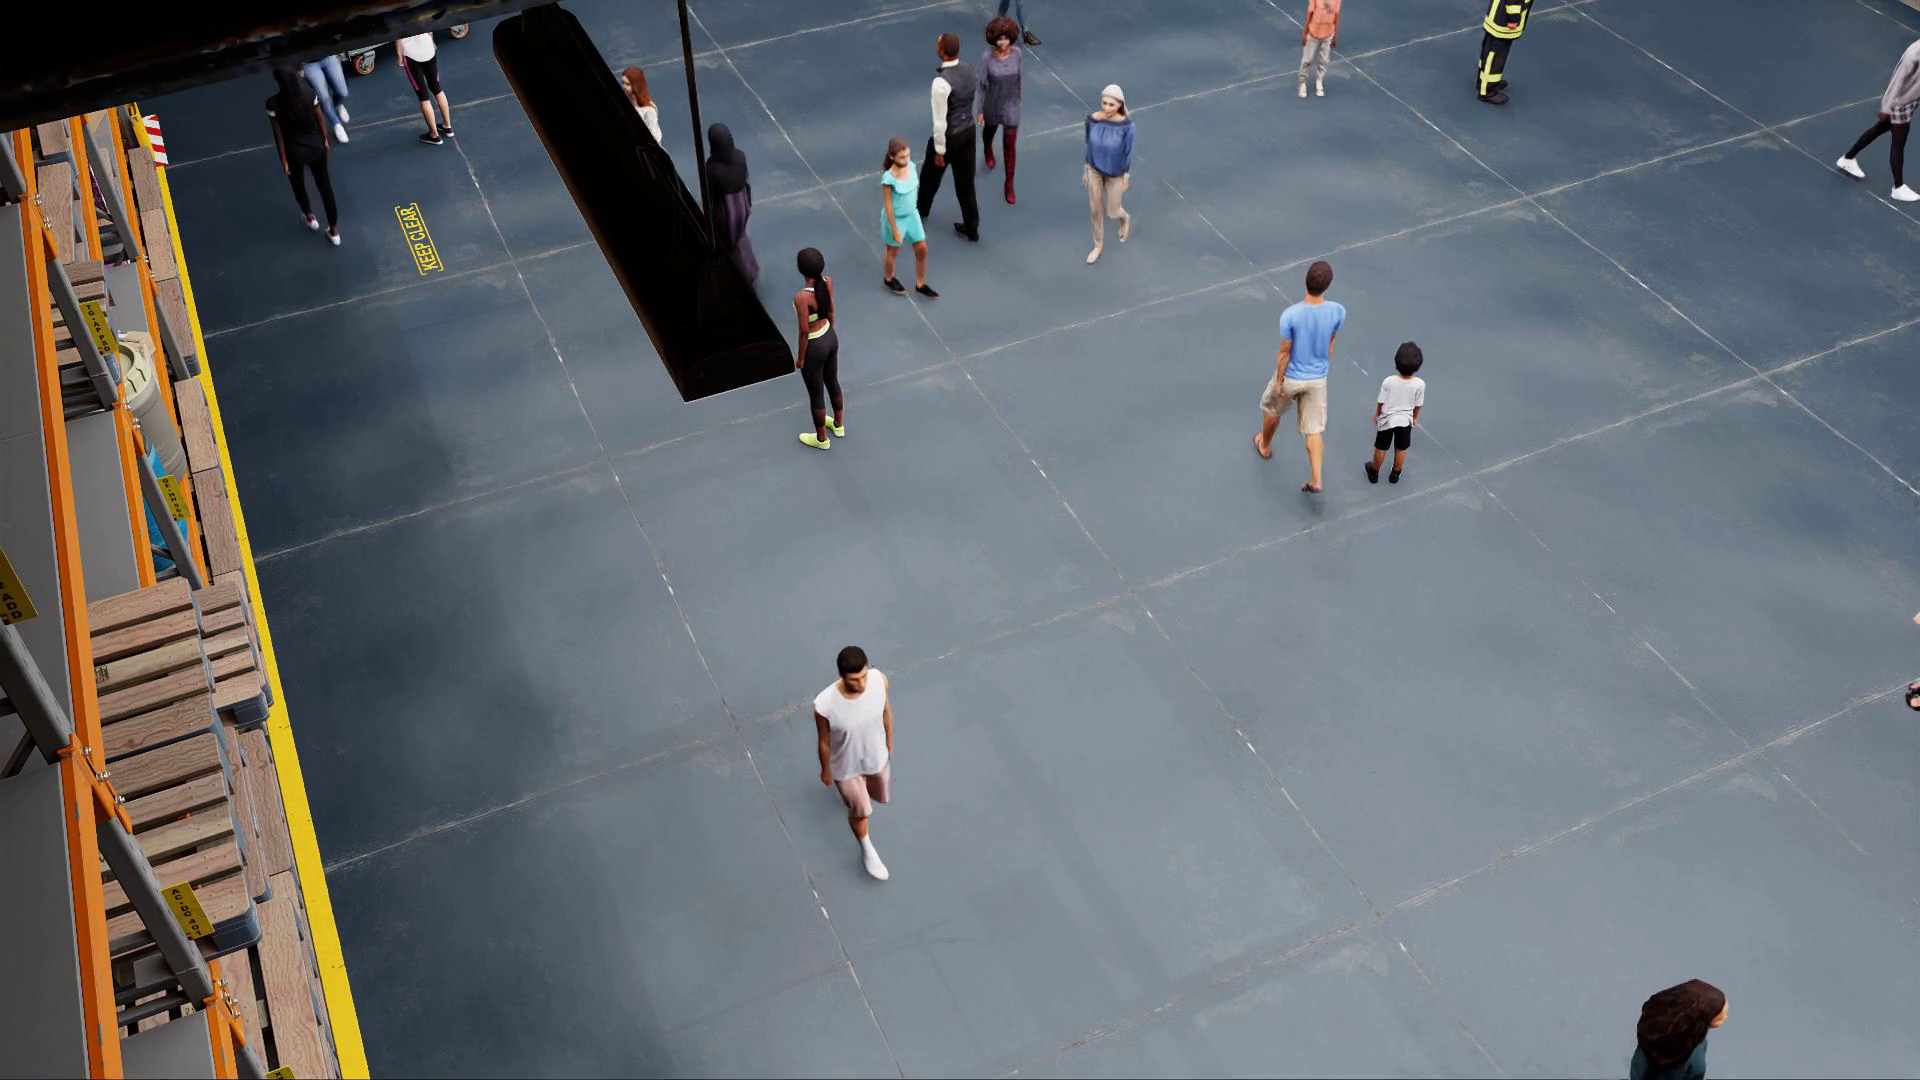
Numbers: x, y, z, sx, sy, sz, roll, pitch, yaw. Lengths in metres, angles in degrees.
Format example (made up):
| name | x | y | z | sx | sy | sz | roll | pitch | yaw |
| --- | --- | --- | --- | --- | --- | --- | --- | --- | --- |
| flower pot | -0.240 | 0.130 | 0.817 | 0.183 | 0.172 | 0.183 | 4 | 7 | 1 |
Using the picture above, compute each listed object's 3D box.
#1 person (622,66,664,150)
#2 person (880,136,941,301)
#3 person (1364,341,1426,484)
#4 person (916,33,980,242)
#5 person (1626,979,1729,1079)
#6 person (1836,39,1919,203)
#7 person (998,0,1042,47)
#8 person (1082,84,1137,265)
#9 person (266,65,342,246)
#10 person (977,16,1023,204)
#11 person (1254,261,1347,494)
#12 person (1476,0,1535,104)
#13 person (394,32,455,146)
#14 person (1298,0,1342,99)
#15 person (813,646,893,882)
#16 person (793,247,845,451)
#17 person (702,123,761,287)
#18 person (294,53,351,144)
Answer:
| name | x | y | z | sx | sy | sz | roll | pitch | yaw |
| --- | --- | --- | --- | --- | --- | --- | --- | --- | --- |
| person | -2.689 | -3.396 | 14.647 | 0.880 | 1.705 | 0.868 | 26 | 50 | 25 |
| person | -0.562 | -2.756 | 14.097 | 0.871 | 1.539 | 0.705 | 33 | 53 | 30 |
| person | 3.256 | -0.933 | 12.386 | 0.570 | 1.259 | 0.609 | 4 | 44 | 4 |
| person | 0.005 | -3.489 | 14.616 | 0.978 | 1.883 | 1.234 | -34 | 53 | -31 |
| person | 3.386 | 2.708 | 8.324 | 1.116 | 1.590 | 0.999 | 19 | 47 | 19 |
| person | 8.615 | -4.061 | 15.327 | 0.717 | 1.731 | 1.155 | -23 | 48 | -22 |
| person | 0.502 | -6.079 | 17.521 | 0.996 | 1.627 | 0.842 | 28 | 50 | 26 |
| person | 1.312 | -3.224 | 14.484 | 0.867 | 1.682 | 0.901 | 22 | 48 | 21 |
| person | -5.713 | -3.364 | 14.606 | 0.706 | 1.717 | 0.860 | -25 | 49 | -24 |
| person | 0.349 | -4.041 | 15.354 | 0.803 | 1.665 | 1.185 | -7 | 44 | -7 |
| person | 2.552 | -1.150 | 12.195 | 0.927 | 1.836 | 1.214 | -4 | 44 | -4 |
| person | 5.440 | -5.302 | 16.488 | 0.945 | 1.926 | 0.852 | 9 | 44 | 9 |
| person | -5.179 | -4.643 | 15.898 | 0.694 | 1.787 | 0.692 | 25 | 49 | 24 |
| person | 3.637 | -5.129 | 16.754 | 0.576 | 1.308 | 0.605 | 2 | 44 | 2 |
| person | -0.629 | 1.211 | 9.764 | 0.682 | 1.770 | 1.002 | -21 | 48 | -21 |
| person | -1.066 | -1.446 | 12.565 | 0.649 | 1.754 | 0.642 | 27 | 50 | 26 |
| person | -1.923 | -2.757 | 14.047 | 0.719 | 1.608 | 0.806 | -33 | 53 | -30 |
| person | -6.204 | -4.621 | 15.994 | 0.728 | 1.623 | 0.768 | -28 | 50 | -26 |
